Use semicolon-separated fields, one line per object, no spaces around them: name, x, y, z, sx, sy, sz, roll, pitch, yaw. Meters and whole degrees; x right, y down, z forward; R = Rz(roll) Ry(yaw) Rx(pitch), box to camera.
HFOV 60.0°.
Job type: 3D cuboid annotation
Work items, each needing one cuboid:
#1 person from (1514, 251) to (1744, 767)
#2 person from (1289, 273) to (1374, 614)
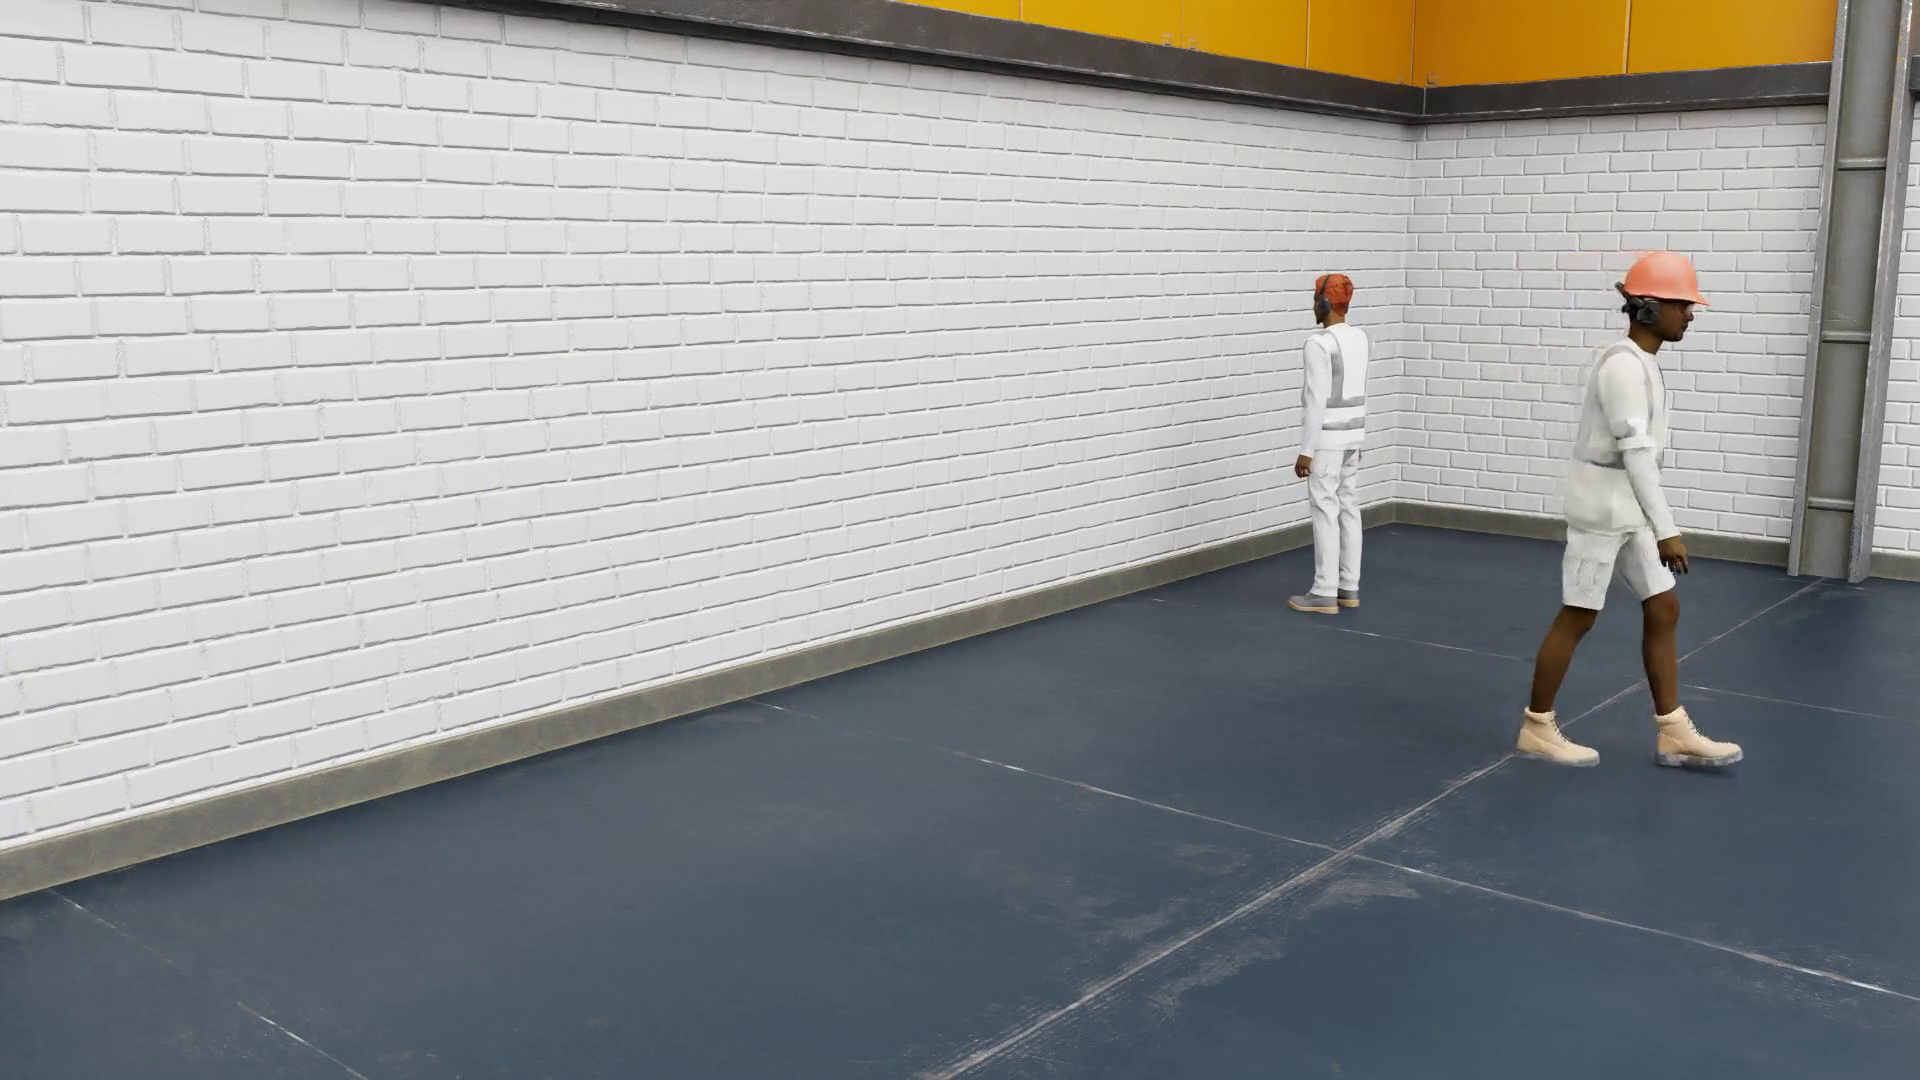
person;2.623;-0.079;6.343;0.935;2.003;0.634;6;12;33
person;2.070;-0.533;9.258;0.337;1.882;0.584;10;14;44
